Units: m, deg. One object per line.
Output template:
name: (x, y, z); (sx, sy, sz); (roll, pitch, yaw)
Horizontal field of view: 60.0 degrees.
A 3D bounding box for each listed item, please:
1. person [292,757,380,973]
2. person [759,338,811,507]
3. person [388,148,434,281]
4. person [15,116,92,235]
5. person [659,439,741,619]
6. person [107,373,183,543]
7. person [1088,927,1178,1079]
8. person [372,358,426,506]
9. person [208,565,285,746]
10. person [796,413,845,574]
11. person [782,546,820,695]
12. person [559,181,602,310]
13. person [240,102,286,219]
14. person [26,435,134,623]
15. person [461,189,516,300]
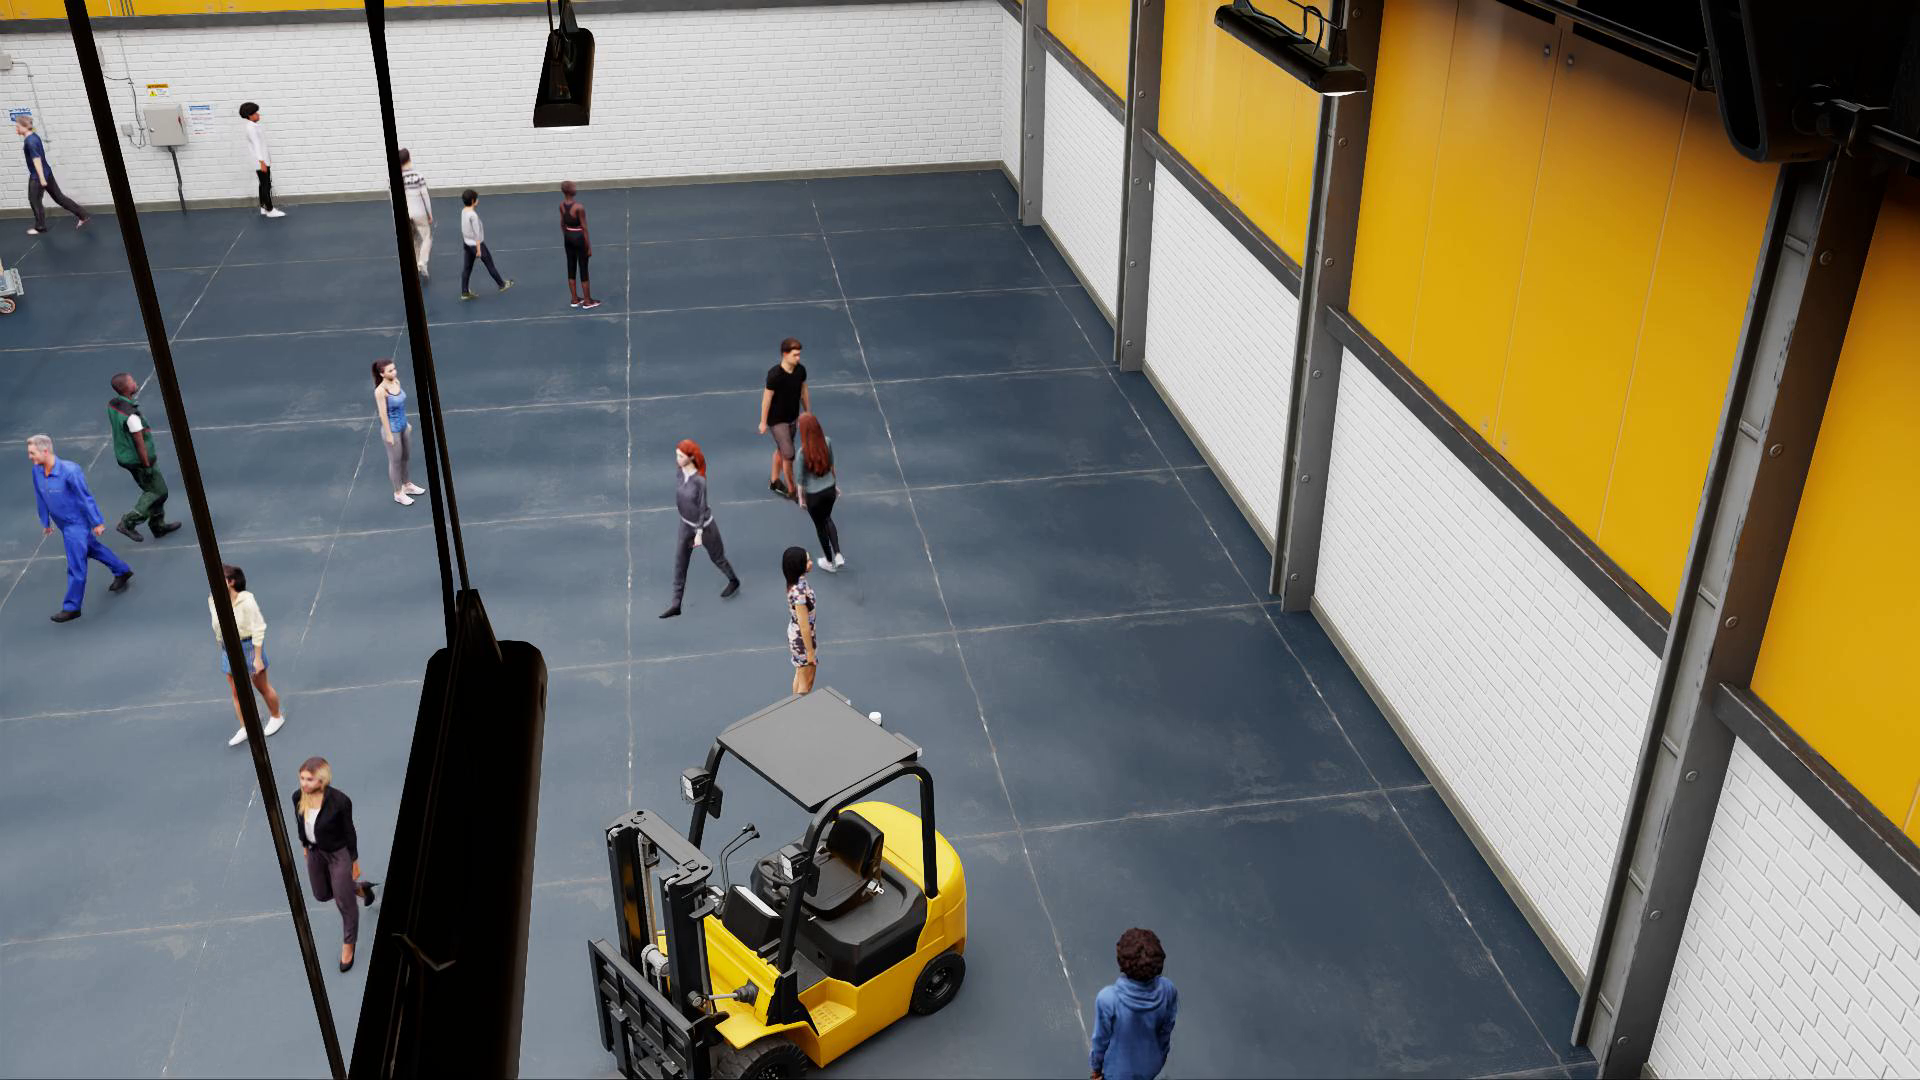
person: (-4.289, 2.166, 11.476); (0.811, 1.656, 0.961); (7, 29, 13)
person: (-1.935, -1.304, 17.659); (1.059, 1.827, 0.987); (23, 36, 35)
person: (-7.830, -4.643, 23.769); (0.775, 1.837, 1.046); (-1, 29, -3)
person: (-13.992, -5.593, 25.526); (0.822, 1.824, 1.136); (-8, 30, -14)
person: (-2.388, -0.128, 15.606); (1.132, 1.729, 1.130); (23, 36, 35)
person: (-8.333, -0.786, 16.712); (0.989, 1.824, 1.025); (23, 36, 36)
person: (1.011, 3.059, 9.693); (0.713, 1.796, 0.893); (-7, 29, -13)
person: (-5.988, -1.173, 17.646); (0.704, 1.610, 0.598); (7, 29, 12)
person: (-5.926, 0.907, 13.808); (0.784, 1.633, 0.831); (7, 29, 13)
person: (-1.314, -0.395, 16.102); (0.767, 1.722, 0.823); (-18, 33, -30)
person: (-1.308, 0.829, 13.847); (0.645, 1.733, 0.454); (-5, 29, -10)
person: (-5.267, -4.052, 22.768); (0.673, 1.759, 0.711); (14, 32, 24)
person: (-11.098, -6.032, 26.343); (0.726, 1.811, 0.584); (-9, 30, -16)
person: (-8.285, -0.198, 15.690); (1.192, 1.770, 1.343); (12, 31, 20)
person: (-6.804, -4.064, 23.043); (0.974, 1.516, 1.017); (-25, 37, -38)
